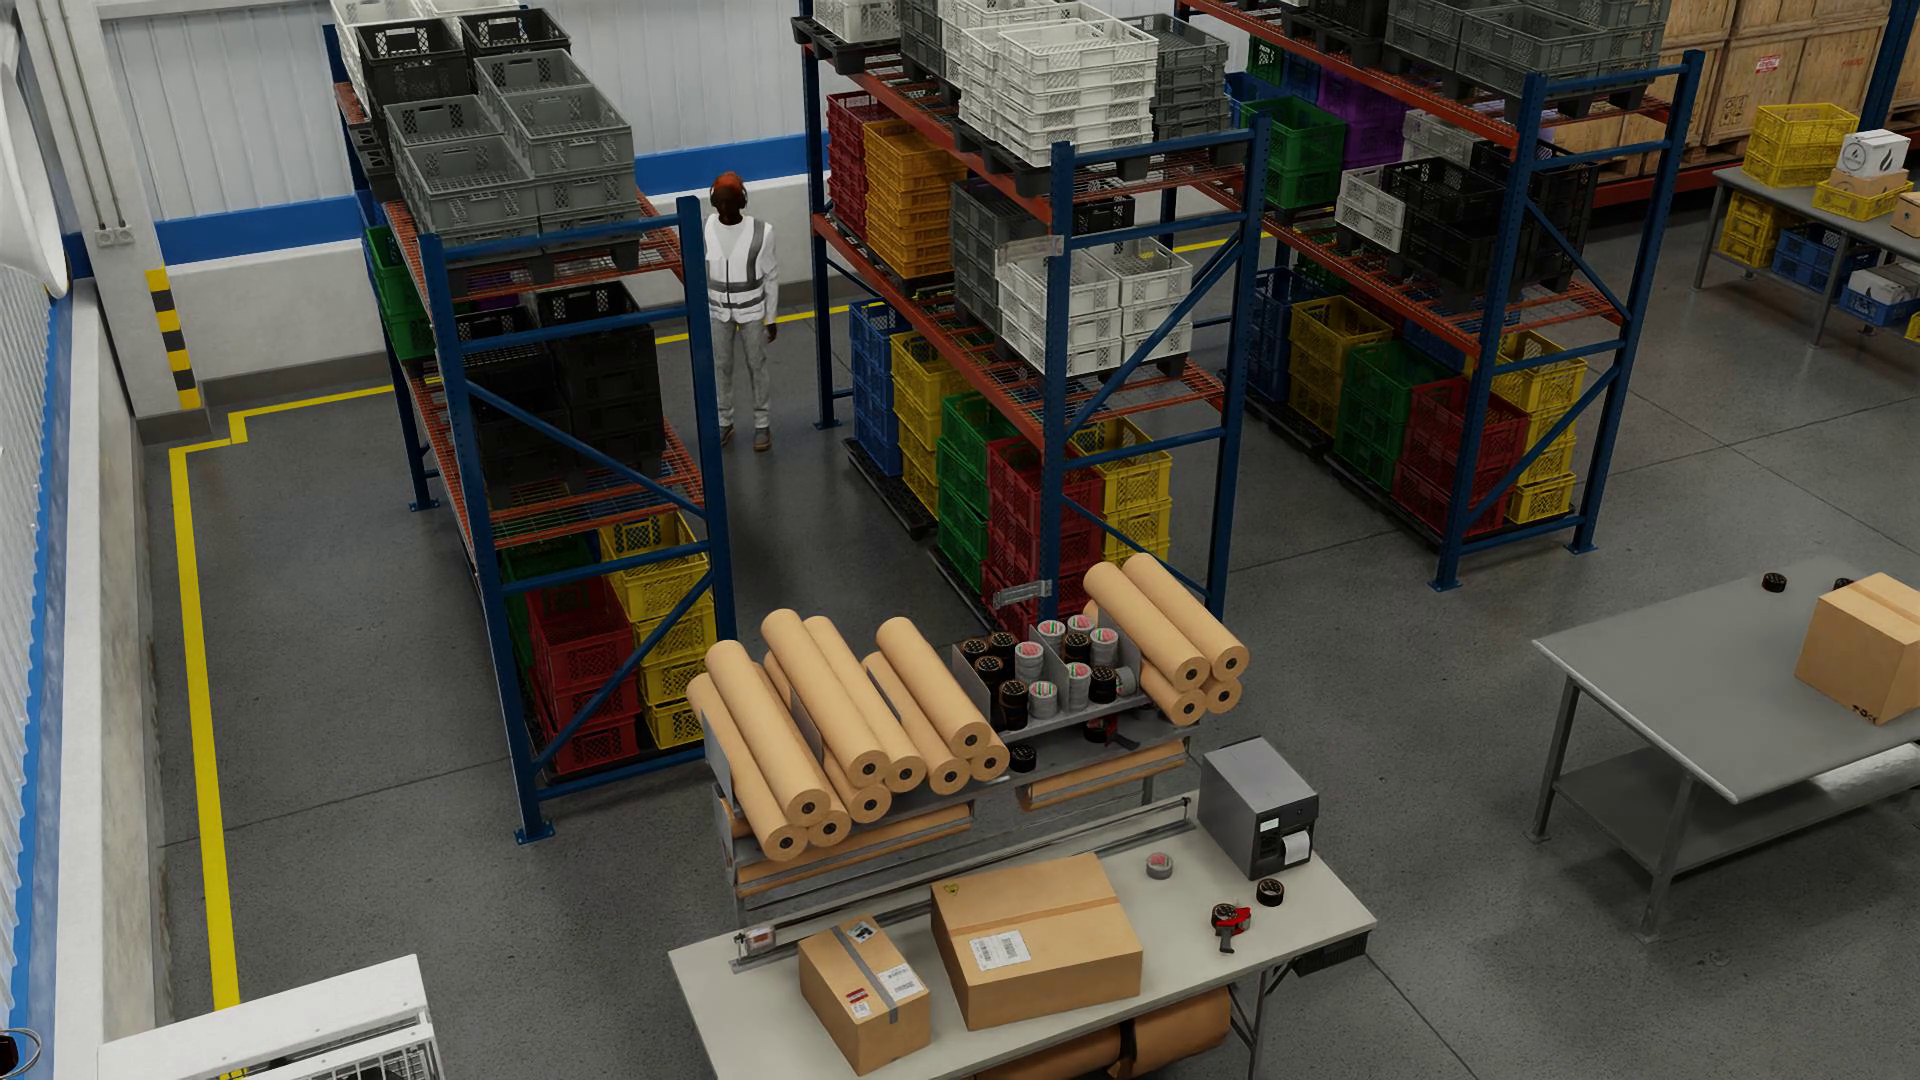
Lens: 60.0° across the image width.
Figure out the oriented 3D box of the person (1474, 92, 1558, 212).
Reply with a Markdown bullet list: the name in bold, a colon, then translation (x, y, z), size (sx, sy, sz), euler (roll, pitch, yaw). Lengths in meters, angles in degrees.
- **person**: translation (4.259, -2.843, 12.983), size (0.632, 1.940, 0.372), euler (12, 34, 19)

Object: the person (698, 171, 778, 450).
- **person**: translation (-1.458, -1.474, 10.812), size (0.574, 1.884, 0.356), euler (4, 32, 6)
